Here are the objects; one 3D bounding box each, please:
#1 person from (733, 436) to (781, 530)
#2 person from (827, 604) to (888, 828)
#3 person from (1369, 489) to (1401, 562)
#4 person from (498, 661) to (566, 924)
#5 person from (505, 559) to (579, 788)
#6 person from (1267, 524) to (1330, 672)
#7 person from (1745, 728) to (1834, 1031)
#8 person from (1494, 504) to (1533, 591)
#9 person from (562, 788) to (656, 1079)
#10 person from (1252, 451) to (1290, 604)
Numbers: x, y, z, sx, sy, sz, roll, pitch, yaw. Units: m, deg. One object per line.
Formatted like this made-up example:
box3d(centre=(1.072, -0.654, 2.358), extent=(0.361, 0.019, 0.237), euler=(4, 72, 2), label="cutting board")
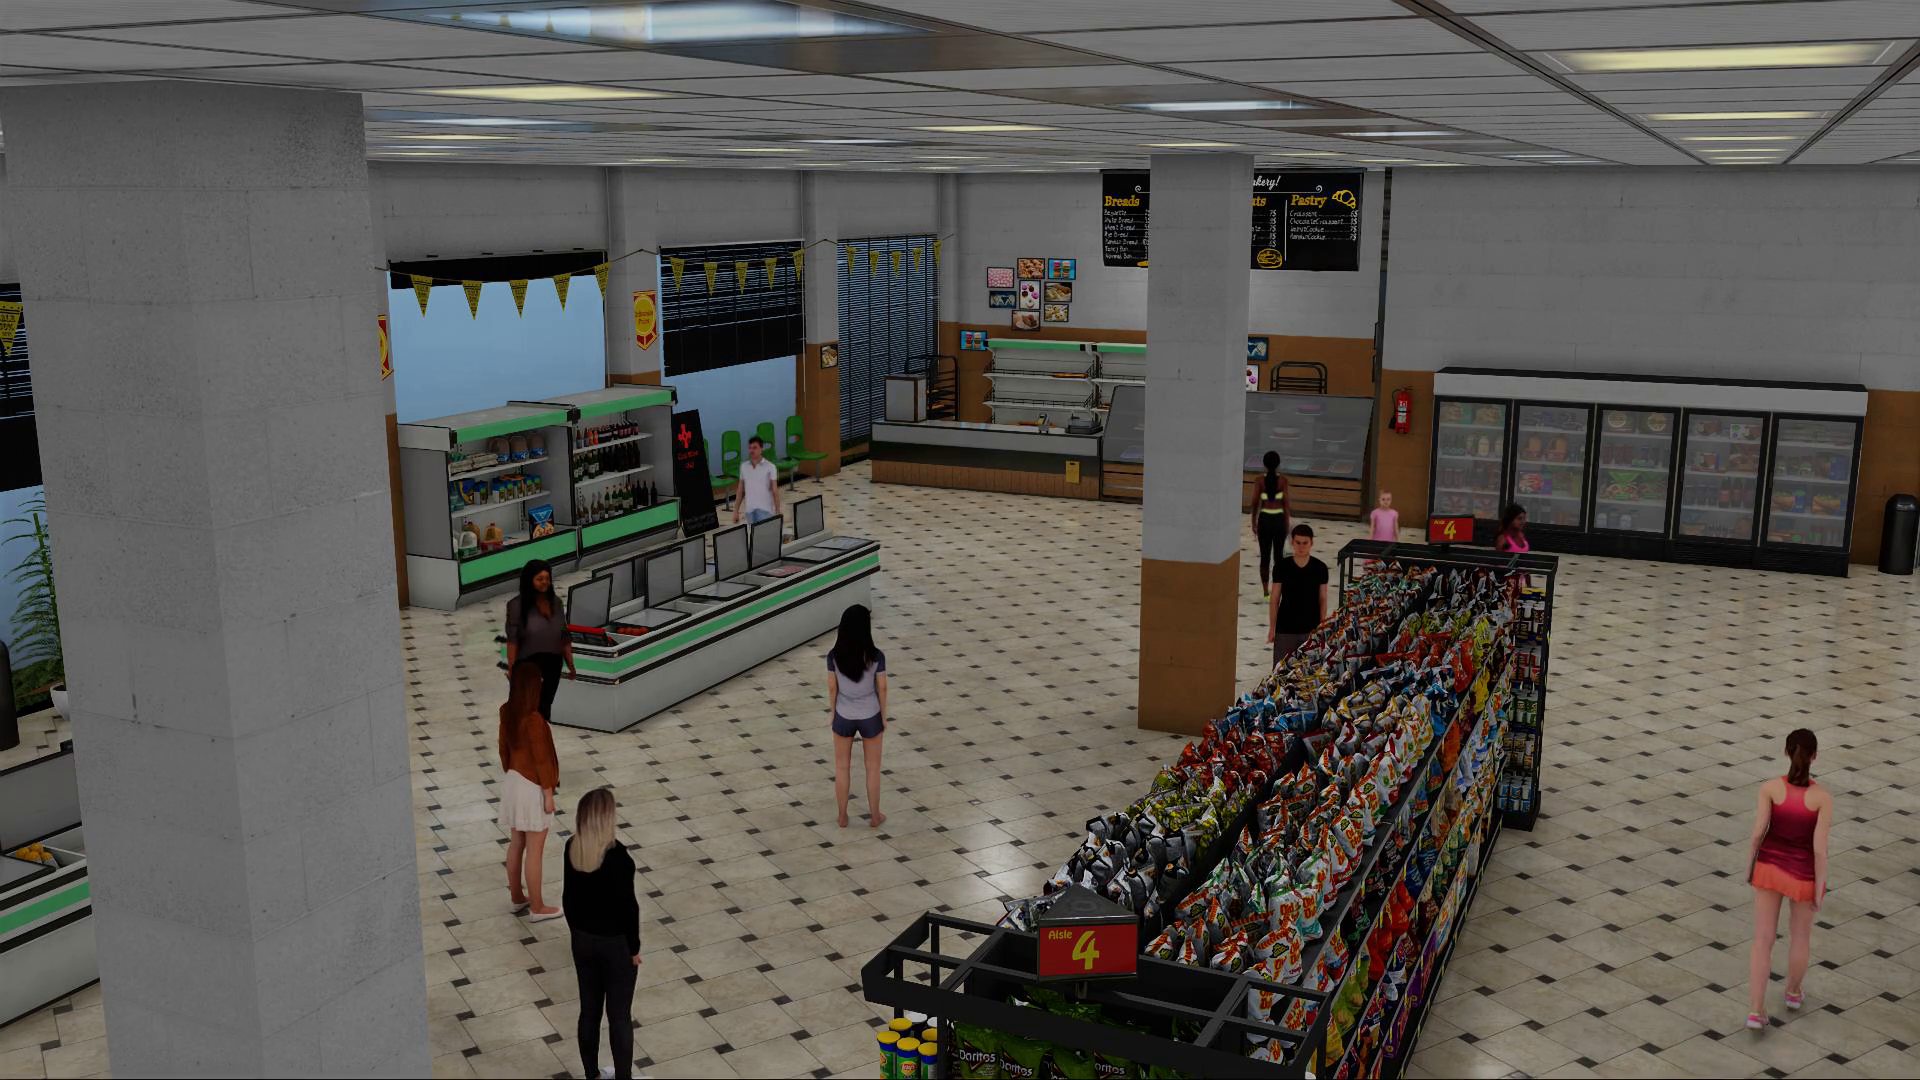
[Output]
box3d(centre=(-2.364, -0.316, 19.877), extent=(0.663, 1.800, 1.154), euler=(5, 13, 24), label="person")
box3d(centre=(-0.768, 1.307, 12.399), extent=(0.666, 1.706, 0.654), euler=(1, 12, 3), label="person")
box3d(centre=(4.978, 0.021, 19.589), extent=(0.618, 1.259, 0.715), euler=(0, 12, -1), label="person")
box3d(centre=(-2.828, 1.626, 10.847), extent=(0.691, 1.721, 0.663), euler=(11, 16, 41), label="person")
box3d(centre=(-3.448, 1.041, 13.396), extent=(0.896, 1.815, 0.961), euler=(10, 16, 41), label="person")
box3d(centre=(2.970, 0.766, 14.588), extent=(0.746, 1.861, 0.704), euler=(1, 12, 7), label="person")
box3d(centre=(4.630, 1.932, 9.370), extent=(0.666, 1.730, 1.028), euler=(8, 14, 33), label="person")
box3d(centre=(5.319, 0.479, 16.315), extent=(0.682, 1.712, 0.748), euler=(-8, 15, -35), label="person")
box3d(centre=(-1.859, 2.106, 8.654), extent=(0.614, 1.685, 0.548), euler=(7, 14, 29), label="person")
box3d(centre=(3.585, -0.128, 19.149), extent=(0.689, 1.732, 0.817), euler=(2, 12, 10), label="person")
